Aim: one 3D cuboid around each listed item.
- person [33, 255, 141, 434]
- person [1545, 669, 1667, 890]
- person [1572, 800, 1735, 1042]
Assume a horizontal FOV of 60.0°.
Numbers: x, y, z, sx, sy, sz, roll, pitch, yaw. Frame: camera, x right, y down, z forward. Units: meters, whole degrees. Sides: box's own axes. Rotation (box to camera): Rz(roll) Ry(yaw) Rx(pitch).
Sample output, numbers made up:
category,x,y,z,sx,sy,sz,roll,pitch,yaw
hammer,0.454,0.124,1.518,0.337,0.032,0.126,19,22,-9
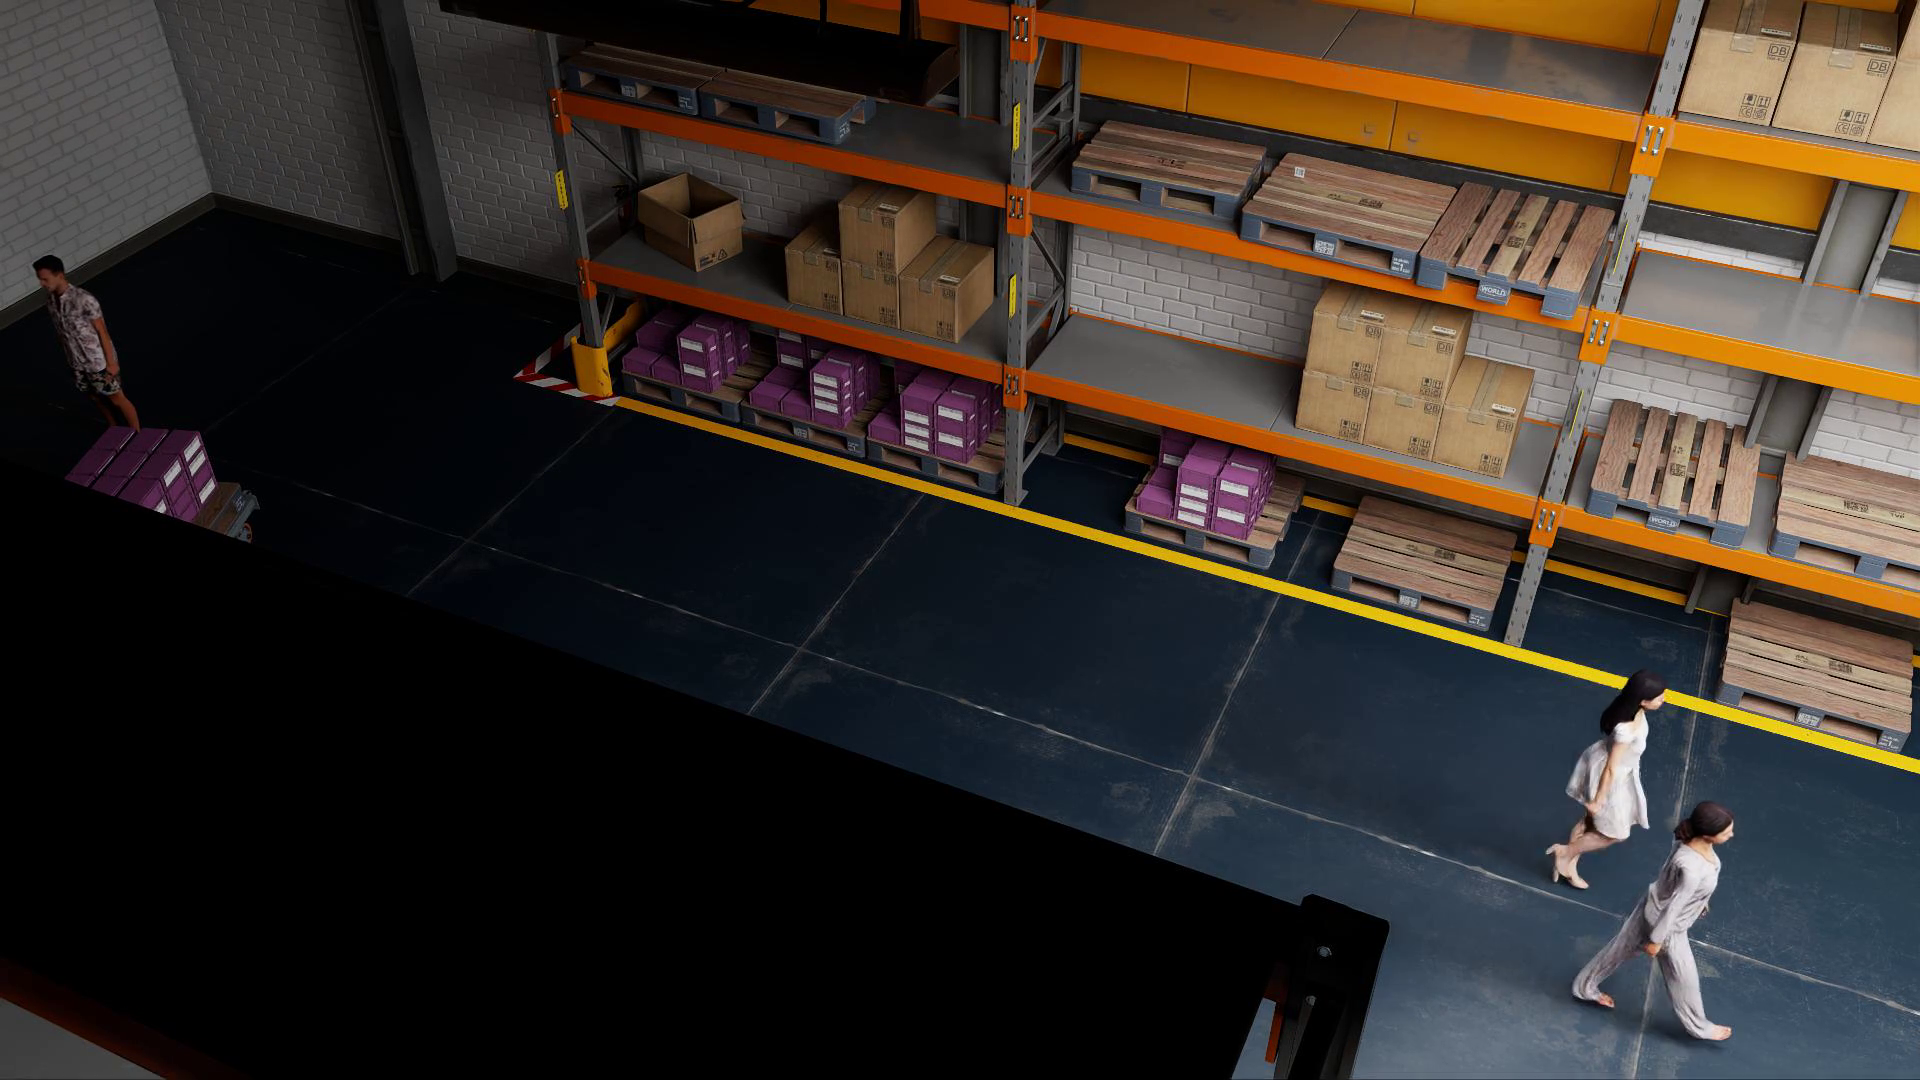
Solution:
category,x,y,z,sx,sy,sz,roll,pitch,yaw
person,-7.099,-1.533,13.593,0.538,1.811,0.746,13,40,15
person,3.762,1.434,9.918,0.714,1.760,0.646,14,41,17
person,3.804,2.053,9.167,1.072,1.729,0.627,15,41,18
